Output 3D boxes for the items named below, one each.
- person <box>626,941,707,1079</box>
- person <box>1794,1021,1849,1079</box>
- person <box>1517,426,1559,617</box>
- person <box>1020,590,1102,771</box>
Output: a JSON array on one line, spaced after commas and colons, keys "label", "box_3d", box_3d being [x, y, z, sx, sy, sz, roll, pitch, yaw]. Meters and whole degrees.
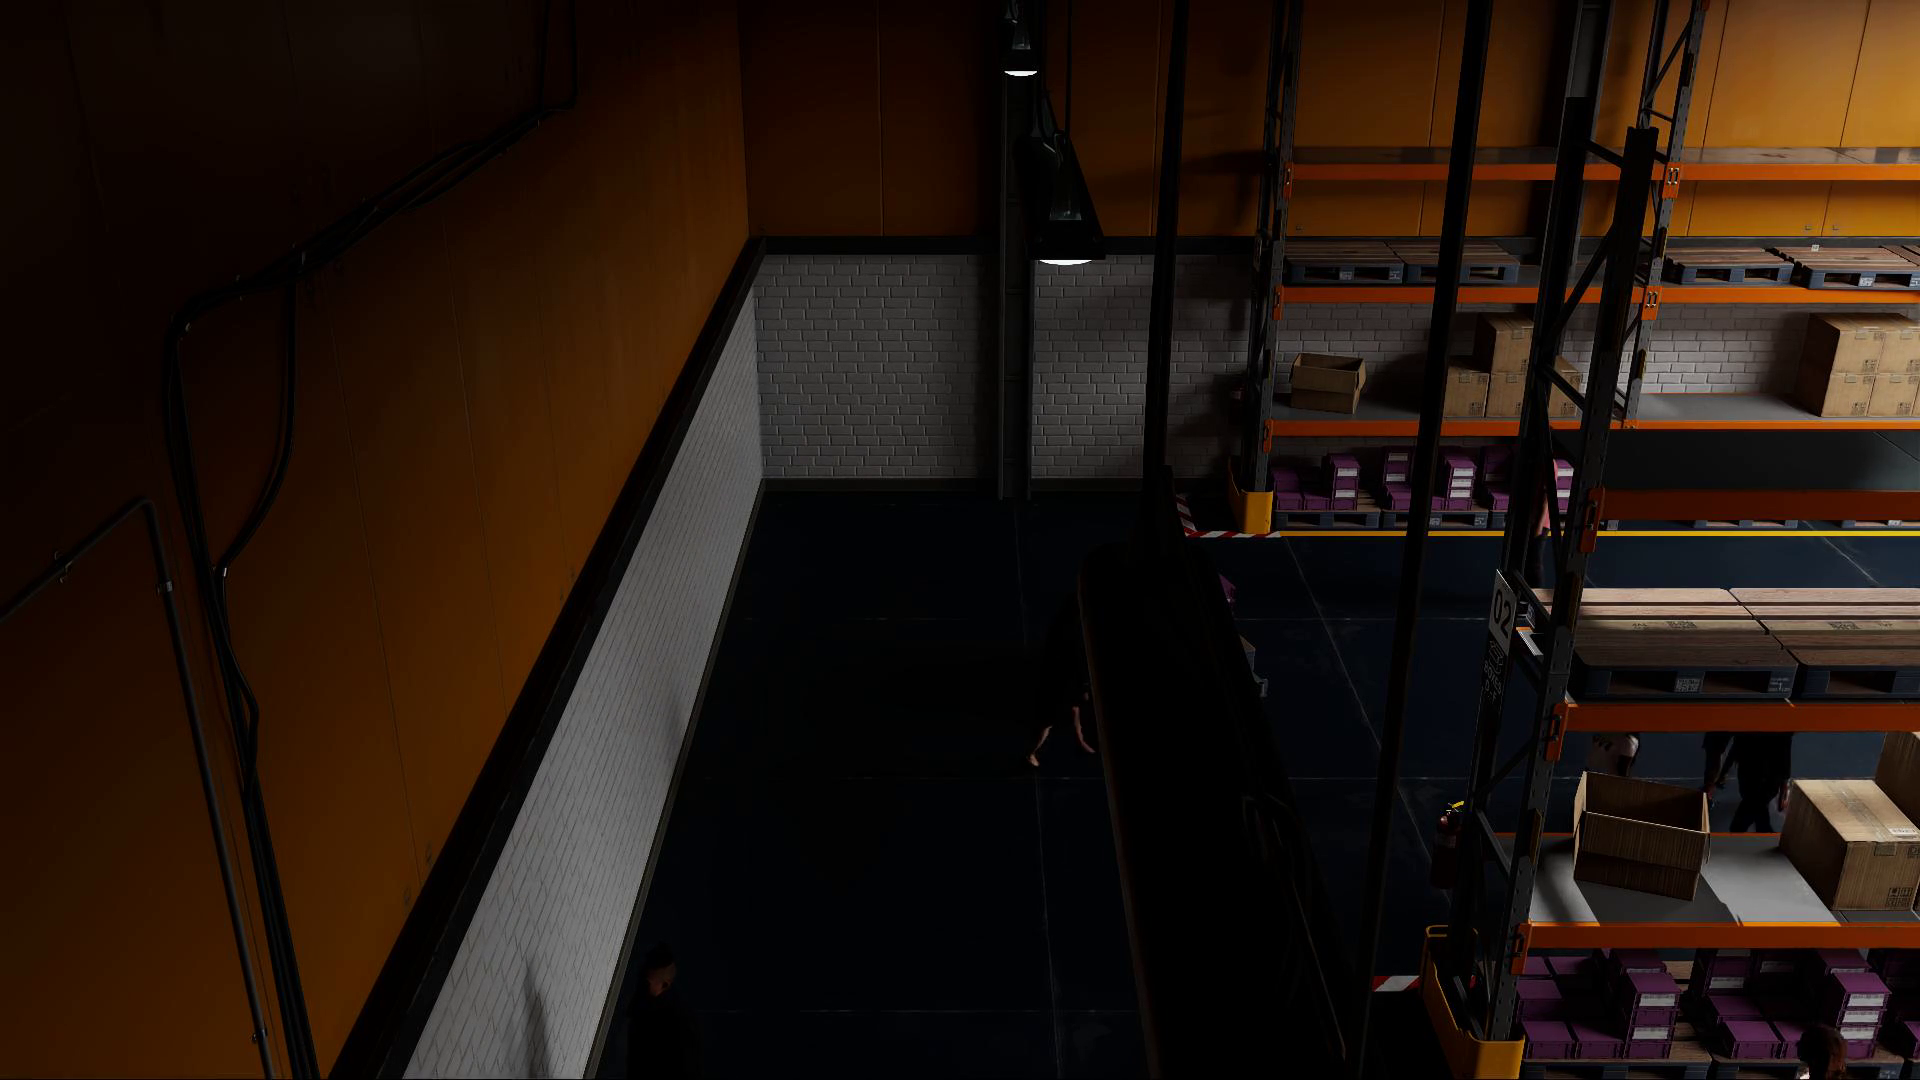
[{"label": "person", "box_3d": [-1.622, 3.022, 9.240, 0.923, 1.860, 0.876, -20, 30, -37]}, {"label": "person", "box_3d": [4.518, 3.334, 8.741, 1.218, 1.687, 0.848, 8, 25, 18]}, {"label": "person", "box_3d": [5.740, -0.206, 16.504, 0.551, 1.956, 0.629, -1, 24, -2]}, {"label": "person", "box_3d": [0.743, 1.190, 13.718, 1.031, 1.629, 0.824, -7, 25, -15]}]
